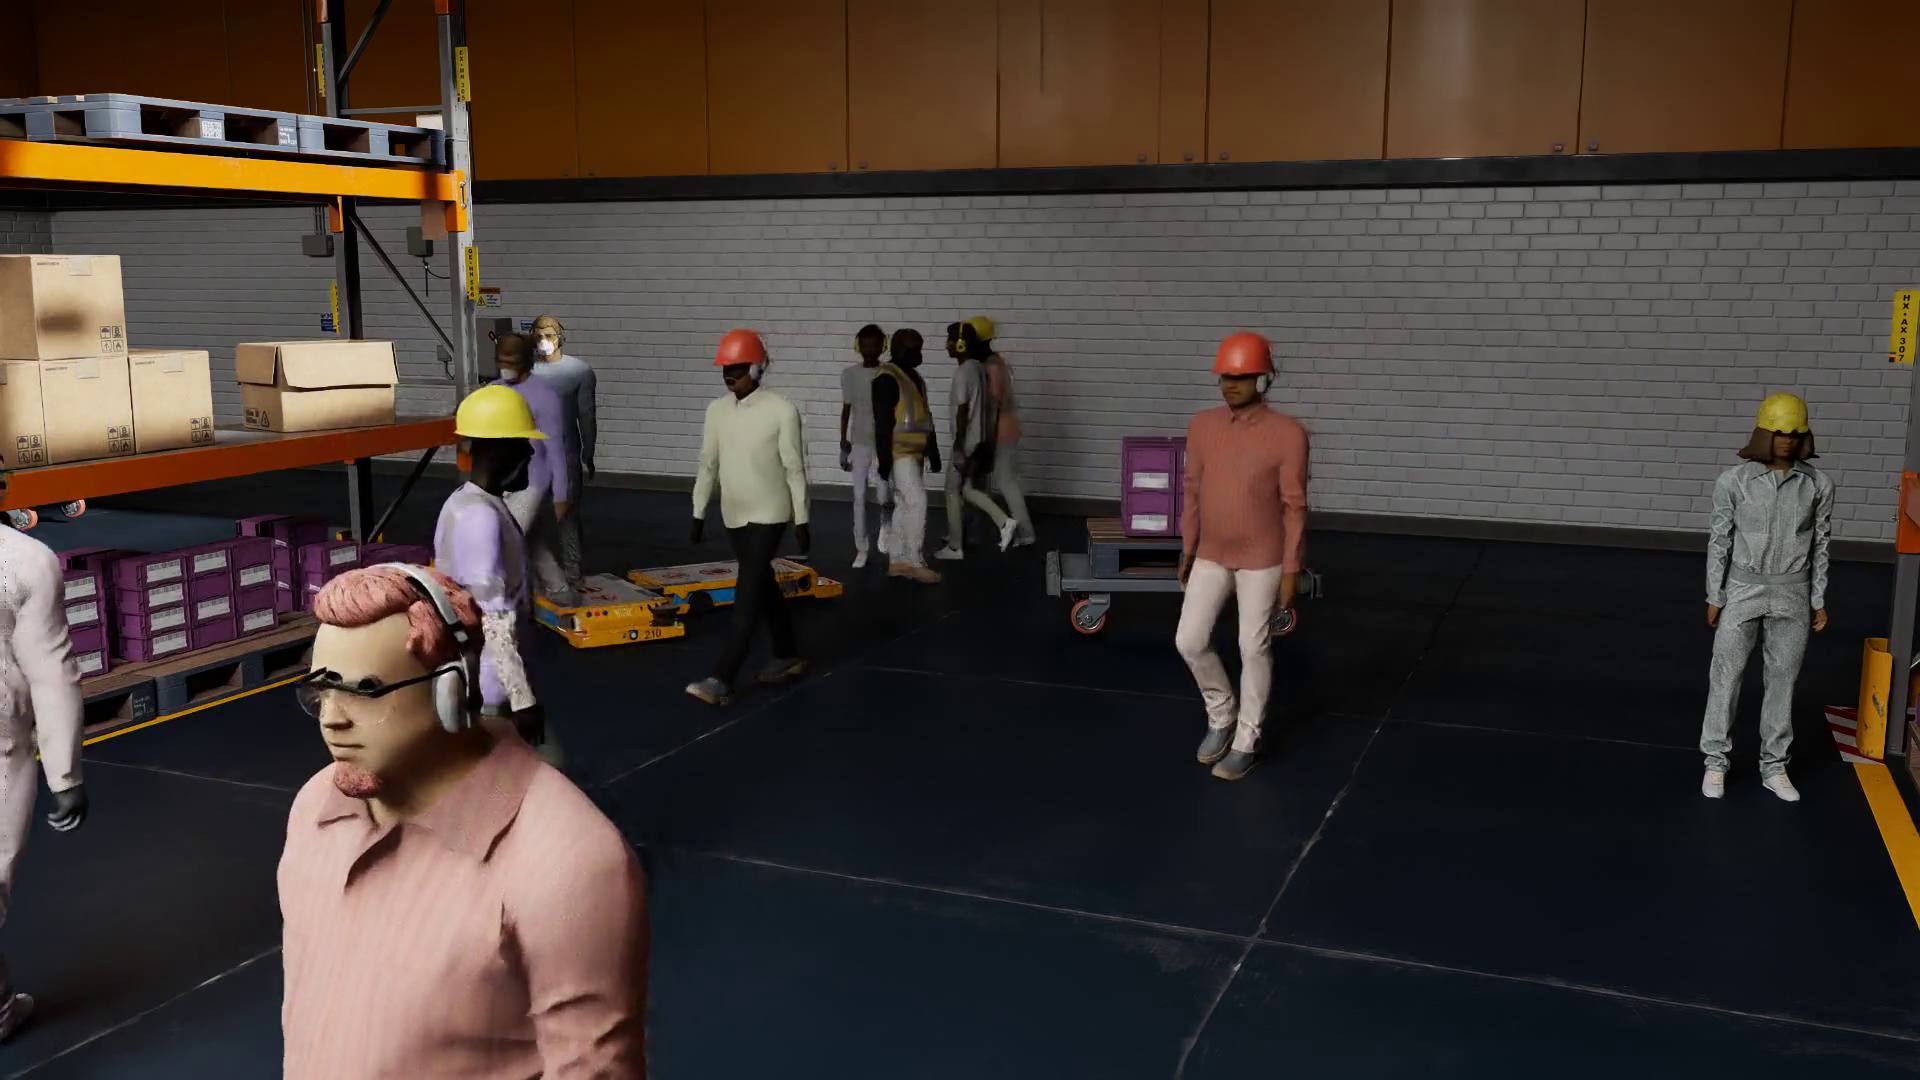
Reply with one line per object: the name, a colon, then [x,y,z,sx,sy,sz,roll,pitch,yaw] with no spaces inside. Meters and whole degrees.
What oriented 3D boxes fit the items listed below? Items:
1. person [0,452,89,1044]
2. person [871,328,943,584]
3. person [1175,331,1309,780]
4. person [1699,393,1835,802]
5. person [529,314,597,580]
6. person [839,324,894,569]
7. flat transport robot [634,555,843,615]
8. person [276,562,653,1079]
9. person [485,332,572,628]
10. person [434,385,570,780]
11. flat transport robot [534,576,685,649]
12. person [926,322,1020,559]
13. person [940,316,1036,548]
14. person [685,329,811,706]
person: [-2.727,0.620,4.494,0.679,1.854,0.889,1,9,6]
person: [-0.320,-0.605,11.966,0.600,1.816,0.665,3,10,19]
person: [1.225,0.078,7.335,0.642,1.982,0.434,7,12,38]
person: [3.420,0.248,7.043,0.494,1.741,0.312,1,9,9]
person: [-2.803,-0.573,11.418,0.627,1.941,0.371,-1,9,-7]
person: [-0.648,-0.718,12.587,0.533,1.843,0.537,2,10,10]
flat transport robot: [-1.573,0.296,11.198,1.431,0.197,0.652,-6,11,-32]
person: [-0.669,0.945,2.367,0.654,1.889,0.583,7,12,35]
person: [-2.667,-0.319,10.063,0.676,1.894,0.881,7,12,38]
person: [-1.623,0.433,5.499,0.930,1.893,0.590,-2,10,-10]
flat transport robot: [-2.311,0.421,10.440,0.652,0.197,1.431,-6,11,-32]
person: [0.093,-0.744,12.766,0.639,1.841,0.529,4,10,21]
person: [0.221,-0.835,13.204,0.871,1.867,0.609,-1,9,-8]
person: [-1.139,-0.134,8.773,0.660,1.936,1.026,7,11,35]
